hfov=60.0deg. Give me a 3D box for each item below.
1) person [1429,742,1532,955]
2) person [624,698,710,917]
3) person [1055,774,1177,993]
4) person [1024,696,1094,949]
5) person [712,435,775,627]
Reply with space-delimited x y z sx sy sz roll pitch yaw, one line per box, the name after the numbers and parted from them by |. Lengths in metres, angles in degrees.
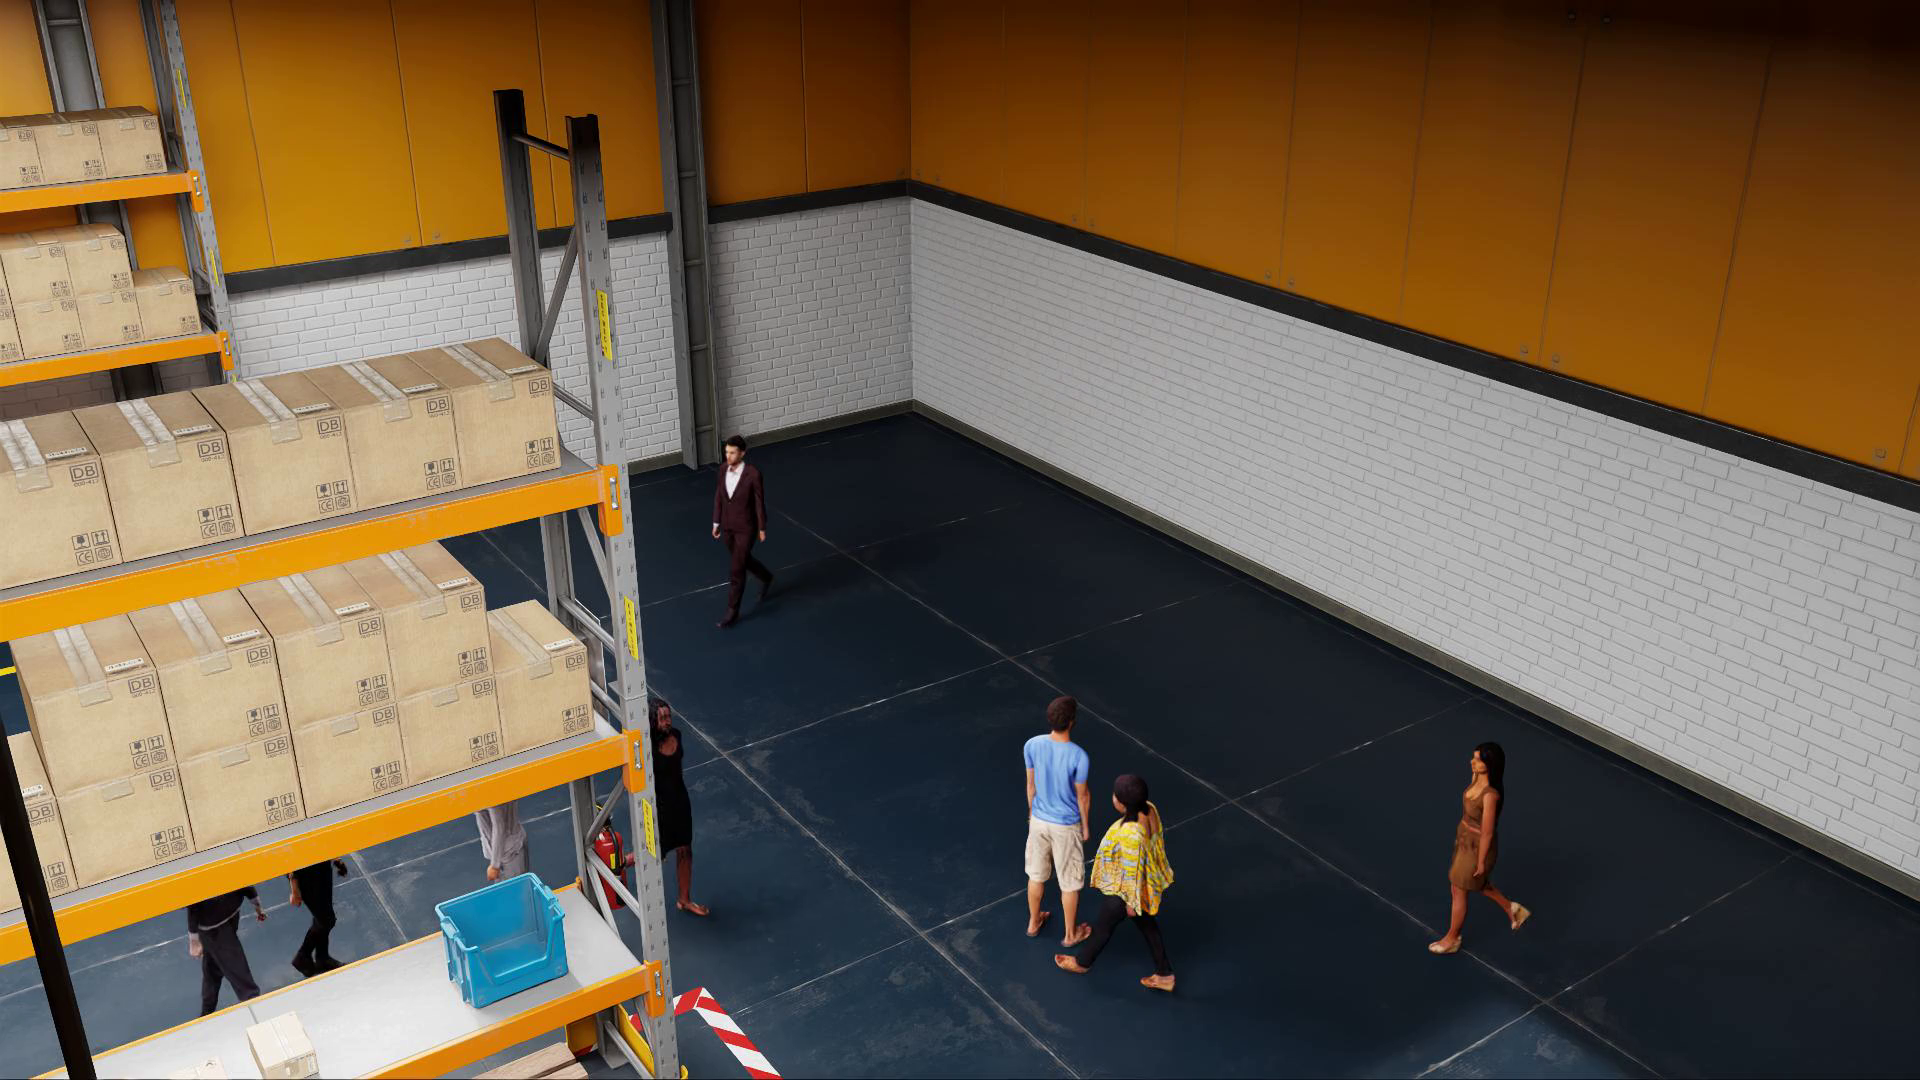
3.556 2.094 11.234 0.977 1.673 0.887 2 24 4 | person
-2.144 1.877 11.698 0.988 1.699 1.045 11 26 23 | person
1.195 2.291 10.866 1.118 1.607 1.127 8 25 19 | person
0.661 1.921 11.395 0.727 1.862 0.707 13 27 27 | person
-2.102 -0.158 16.173 1.006 1.843 1.306 14 27 29 | person
